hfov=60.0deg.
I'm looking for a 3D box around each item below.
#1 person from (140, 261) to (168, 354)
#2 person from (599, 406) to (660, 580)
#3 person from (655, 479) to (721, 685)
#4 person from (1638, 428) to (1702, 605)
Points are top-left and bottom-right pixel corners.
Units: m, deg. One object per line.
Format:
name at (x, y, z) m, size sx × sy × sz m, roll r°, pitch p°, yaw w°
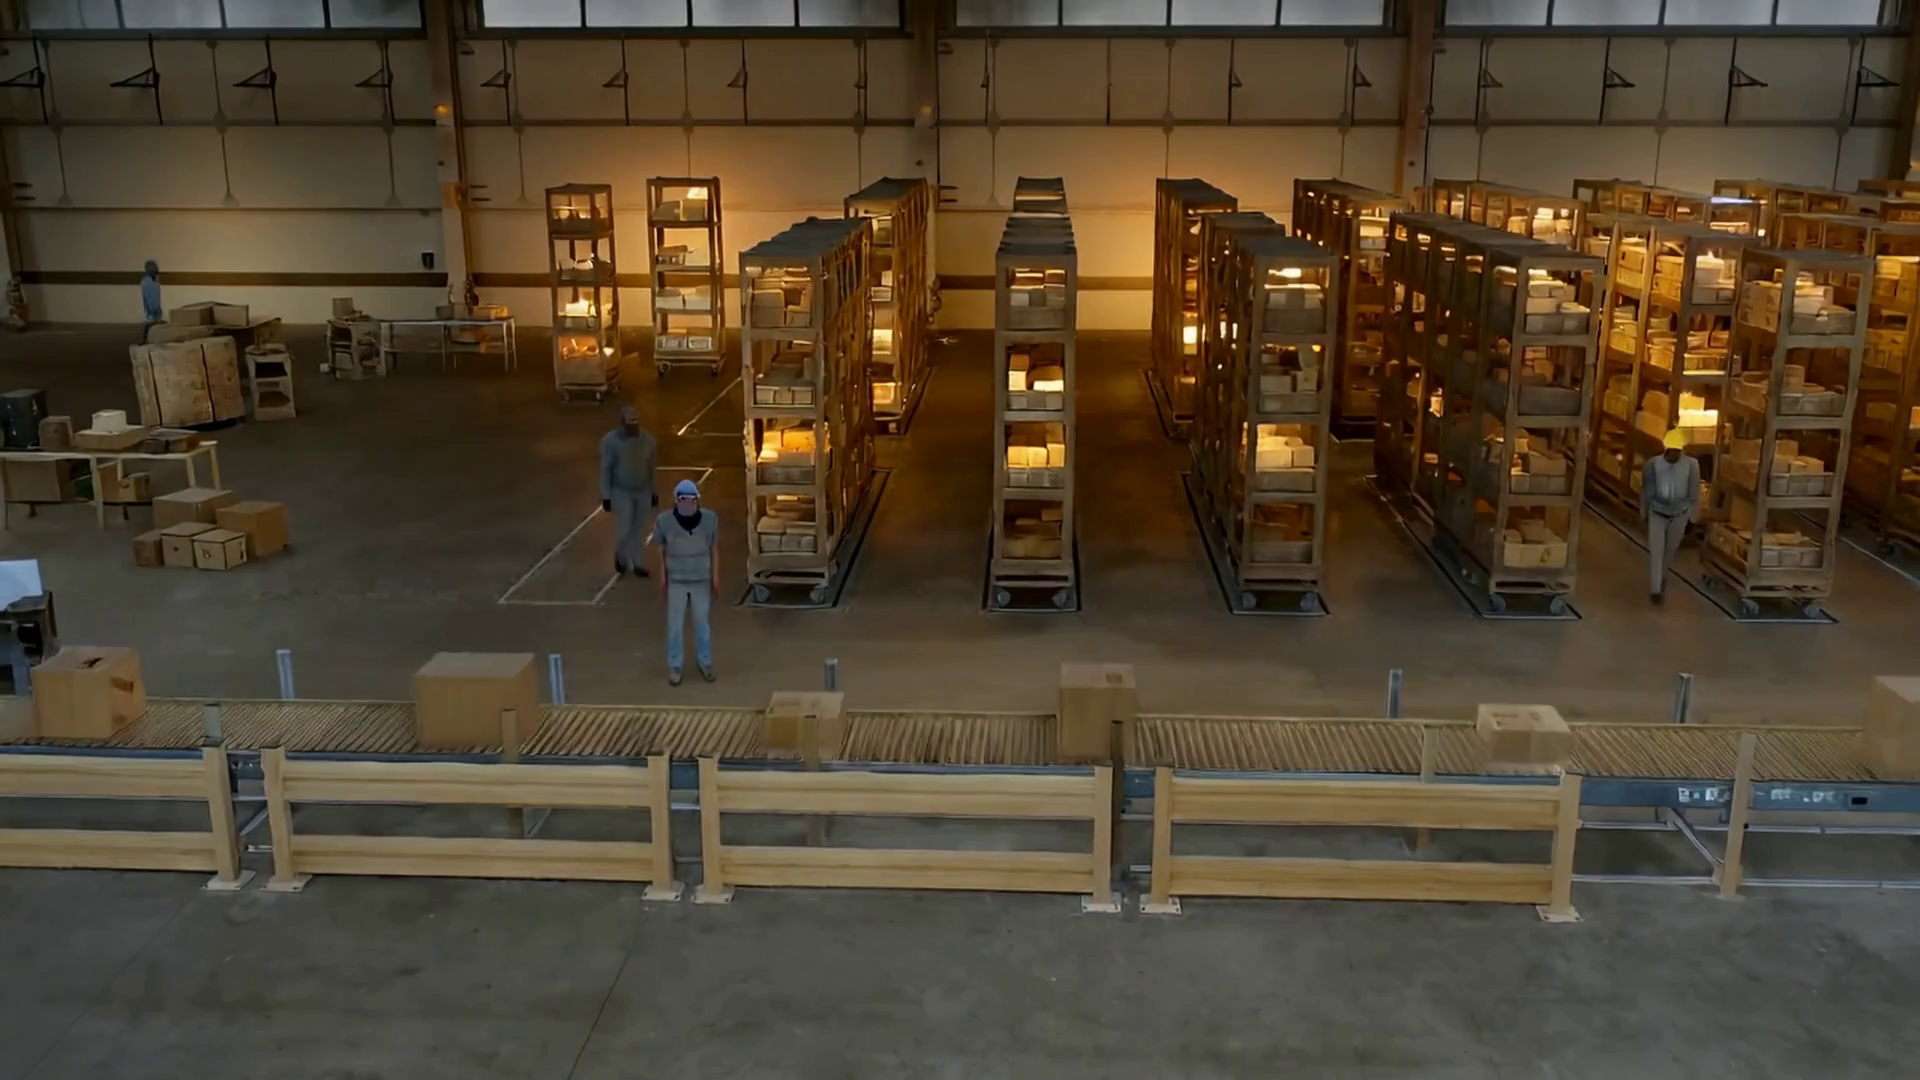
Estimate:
person at (-15.919, -4.585, 32.982) m, size 0.988 × 1.882 × 0.568 m, roll 3°, pitch 15°, yaw 10°
person at (-3.507, -0.497, 17.797) m, size 0.672 × 1.891 × 0.420 m, roll -10°, pitch 18°, yaw -32°
person at (-2.400, 0.354, 14.721) m, size 0.563 × 1.850 × 0.390 m, roll -5°, pitch 16°, yaw -18°
person at (7.321, -0.285, 17.198) m, size 0.584 × 1.799 × 0.899 m, roll 3°, pitch 15°, yaw 11°
